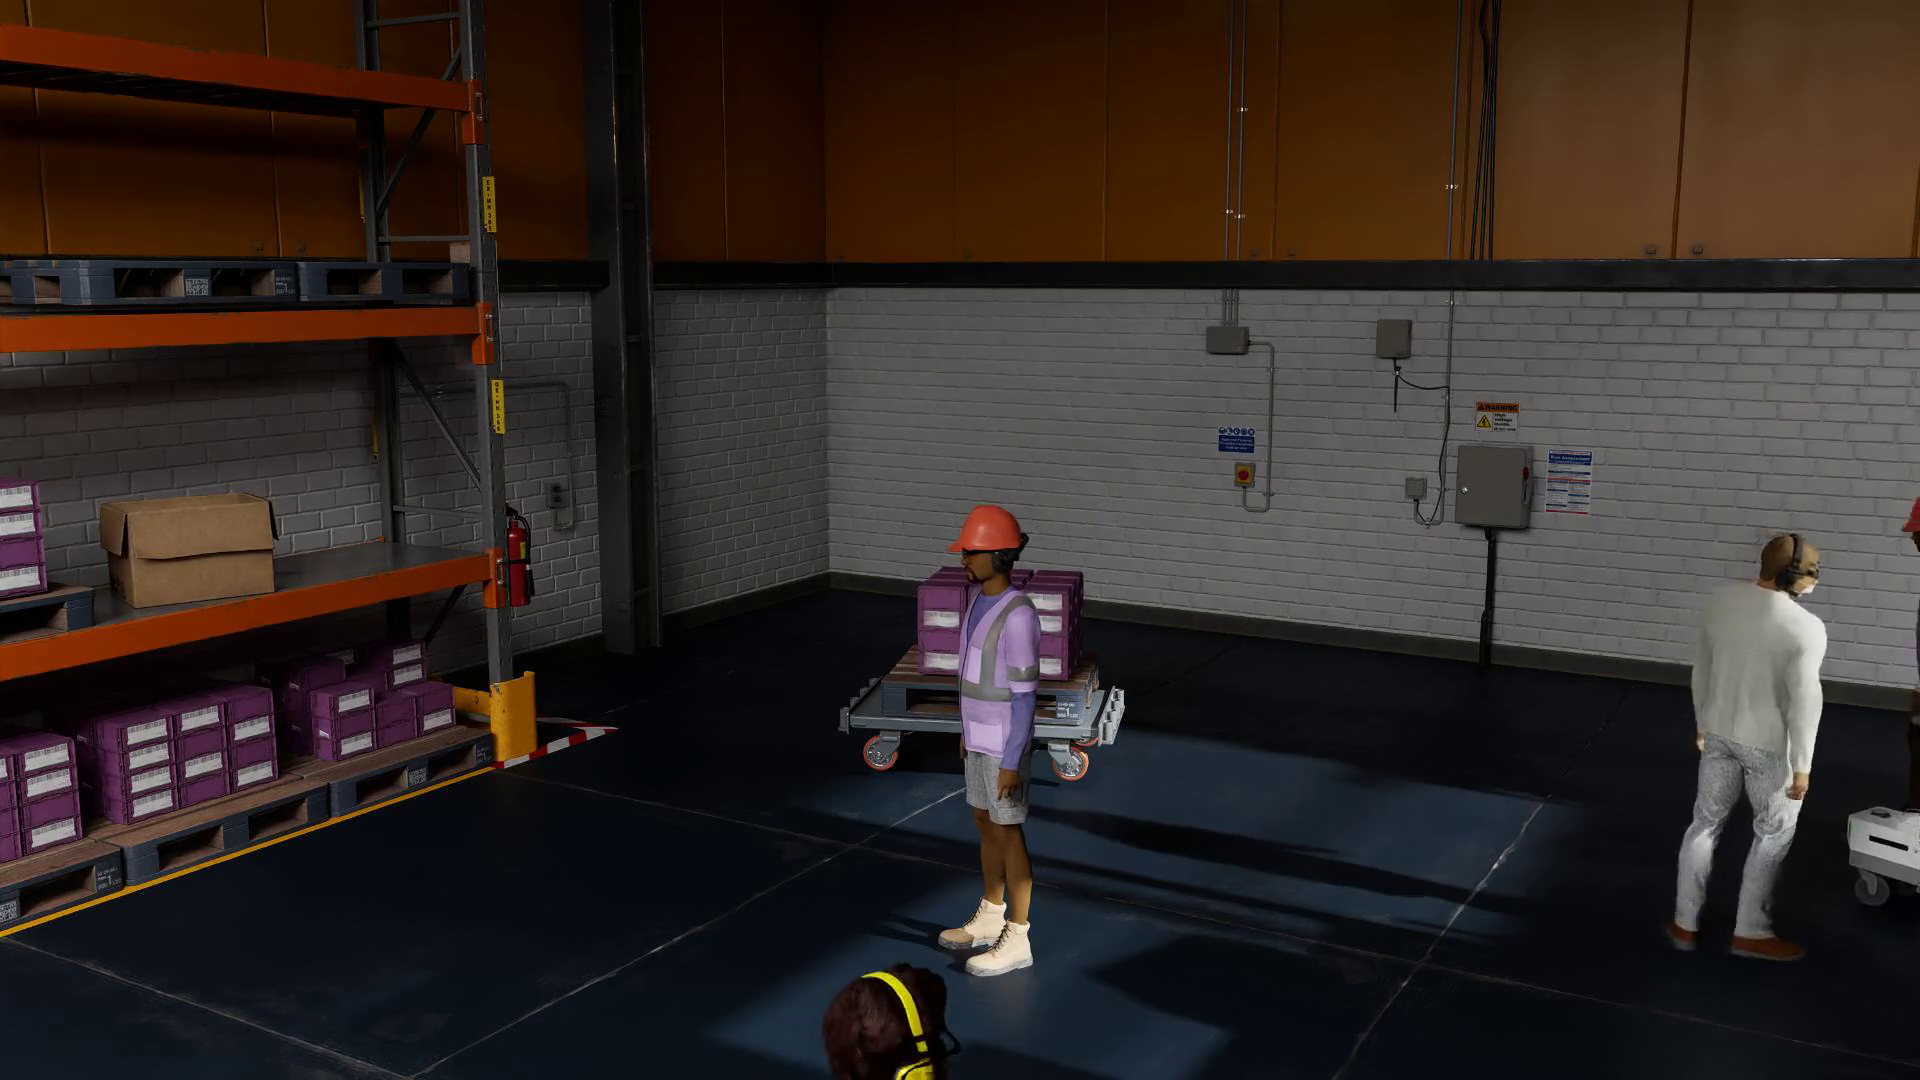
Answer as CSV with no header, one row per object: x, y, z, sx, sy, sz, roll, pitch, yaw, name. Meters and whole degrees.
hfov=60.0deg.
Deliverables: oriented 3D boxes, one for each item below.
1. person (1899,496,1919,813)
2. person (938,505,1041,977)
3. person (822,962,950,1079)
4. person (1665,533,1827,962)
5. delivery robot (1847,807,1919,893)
5.242,0.711,8.660,0.783,1.903,0.607,7,12,39,person
0.135,0.862,7.235,0.371,2.044,0.608,-3,10,-21,person
-0.190,1.653,2.917,0.515,1.854,0.636,9,13,43,person
3.468,0.910,7.380,0.483,1.910,0.677,-5,10,-26,person
4.584,1.461,7.836,0.477,0.478,0.707,-6,11,-32,delivery robot
